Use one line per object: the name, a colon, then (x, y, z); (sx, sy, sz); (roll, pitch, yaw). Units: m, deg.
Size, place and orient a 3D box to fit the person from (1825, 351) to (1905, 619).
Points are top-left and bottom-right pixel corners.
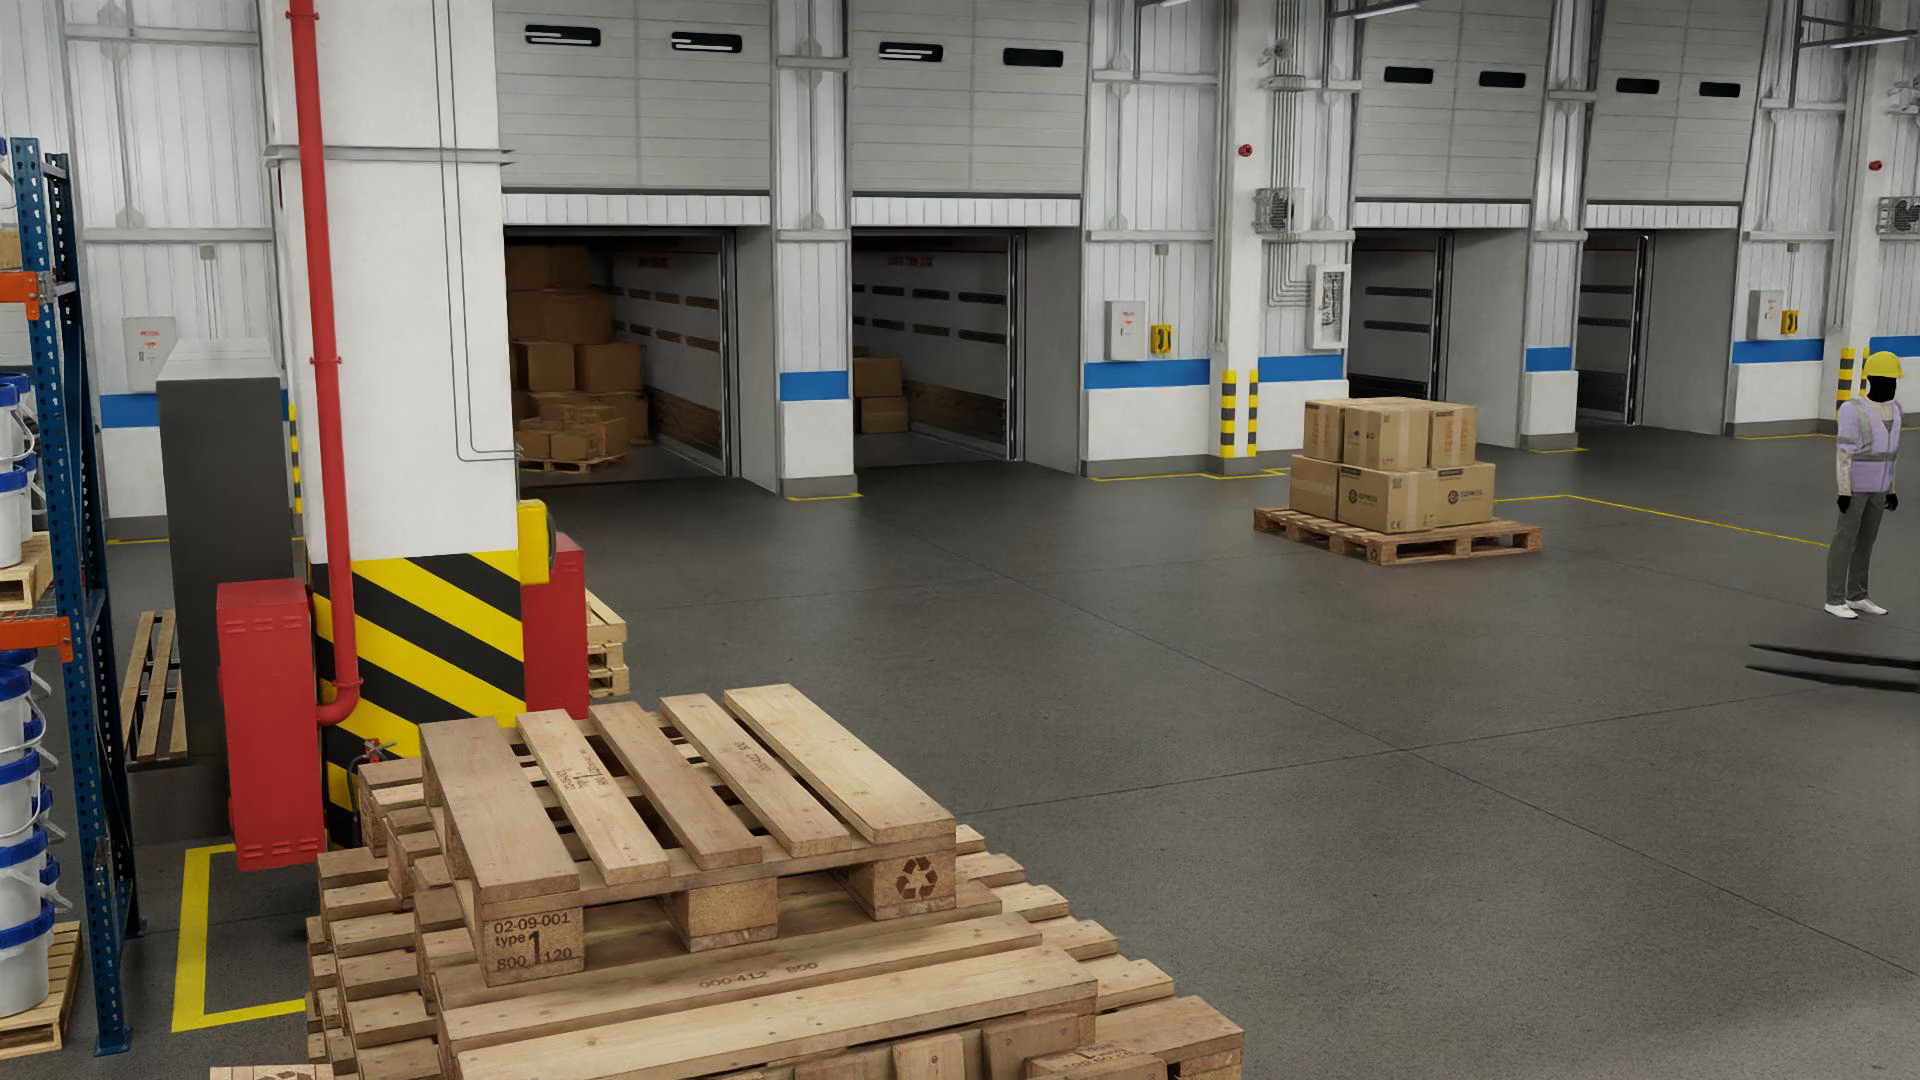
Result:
person: (6.556, -0.398, 12.004); (0.585, 1.928, 0.379); (-4, 11, -23)
